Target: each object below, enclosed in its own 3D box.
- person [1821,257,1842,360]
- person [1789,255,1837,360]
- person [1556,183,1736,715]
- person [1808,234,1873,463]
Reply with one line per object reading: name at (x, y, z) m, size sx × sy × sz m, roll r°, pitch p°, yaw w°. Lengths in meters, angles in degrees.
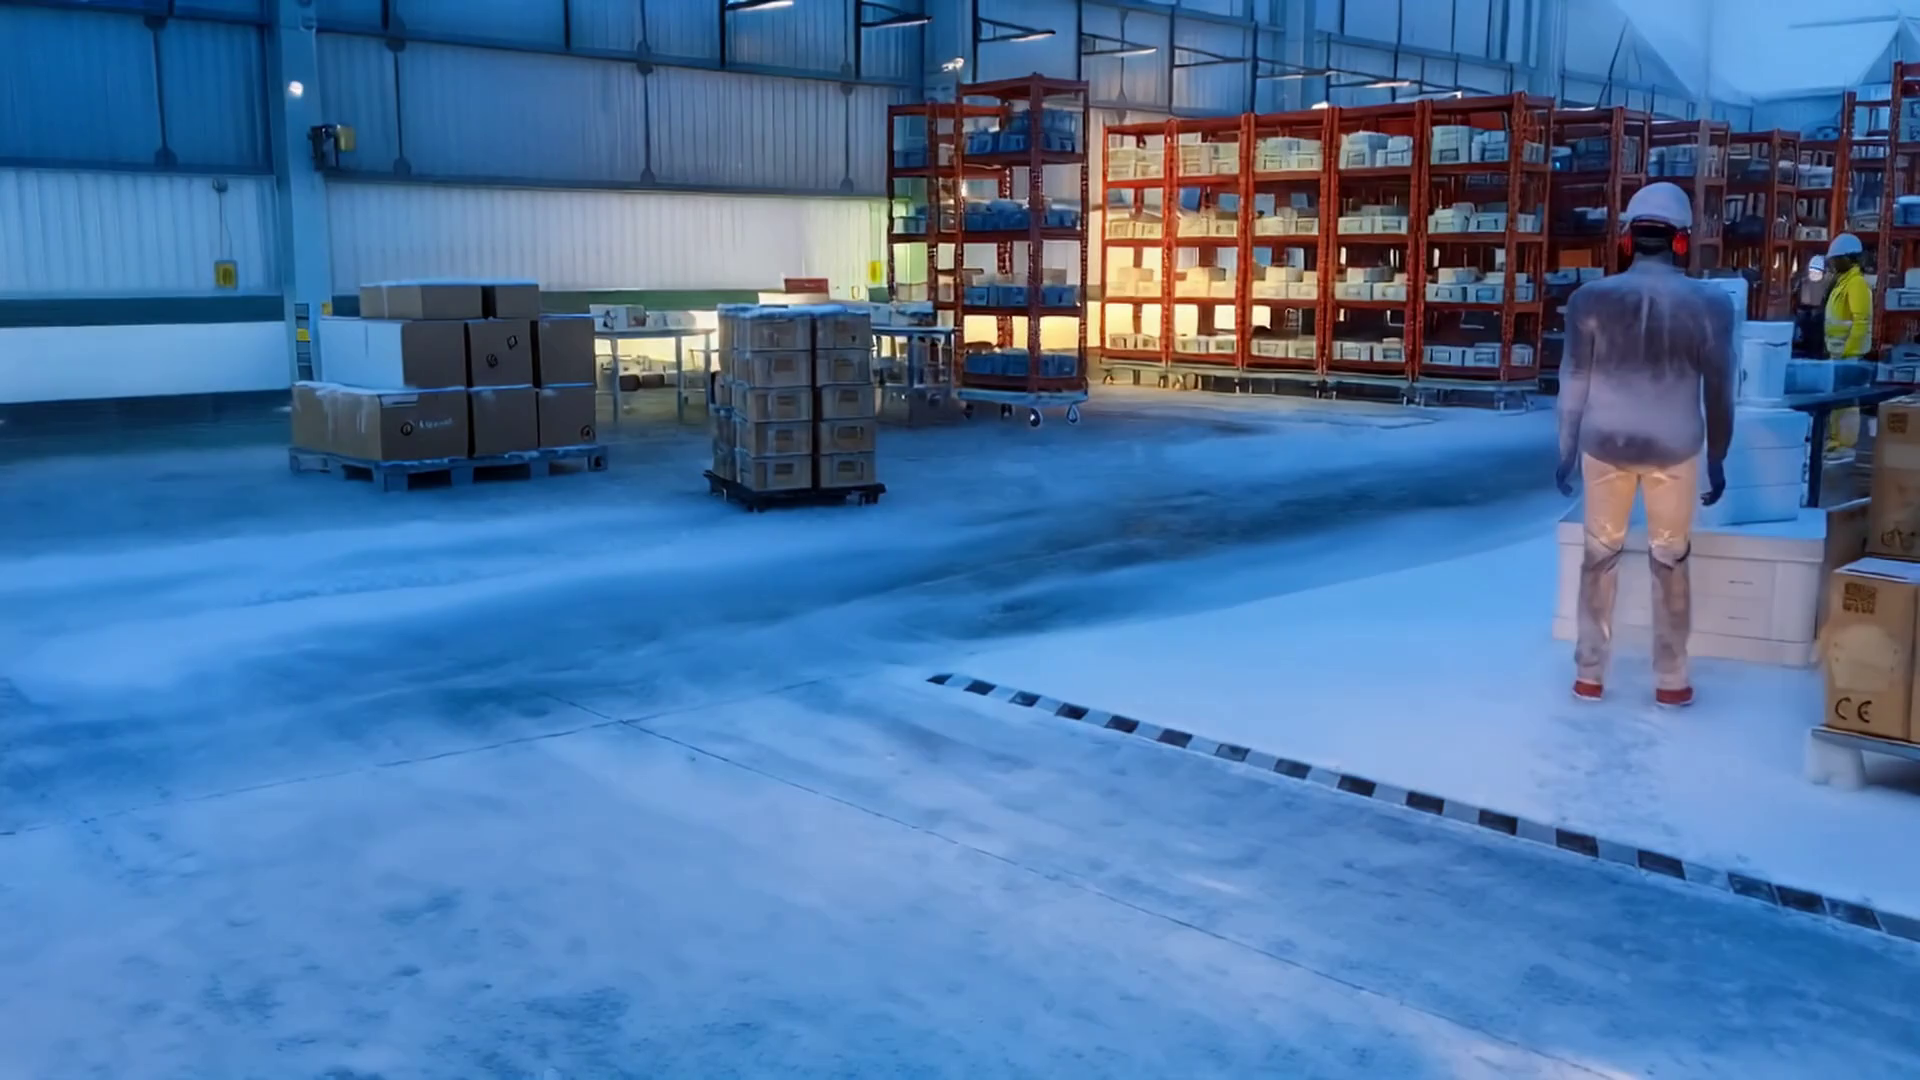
person at (13.467, -3.451, 25.600) m, size 0.618 × 1.814 × 0.609 m, roll -2°, pitch 10°, yaw -14°
person at (12.269, -3.185, 23.971) m, size 0.615 × 1.806 × 0.681 m, roll 9°, pitch 13°, yaw 42°
person at (2.586, -0.339, 6.308) m, size 0.619 × 1.992 × 0.396 m, roll 4°, pitch 10°, yaw 25°
person at (7.563, -1.629, 14.226) m, size 0.402 × 1.942 × 0.604 m, roll 3°, pitch 10°, yaw 17°
